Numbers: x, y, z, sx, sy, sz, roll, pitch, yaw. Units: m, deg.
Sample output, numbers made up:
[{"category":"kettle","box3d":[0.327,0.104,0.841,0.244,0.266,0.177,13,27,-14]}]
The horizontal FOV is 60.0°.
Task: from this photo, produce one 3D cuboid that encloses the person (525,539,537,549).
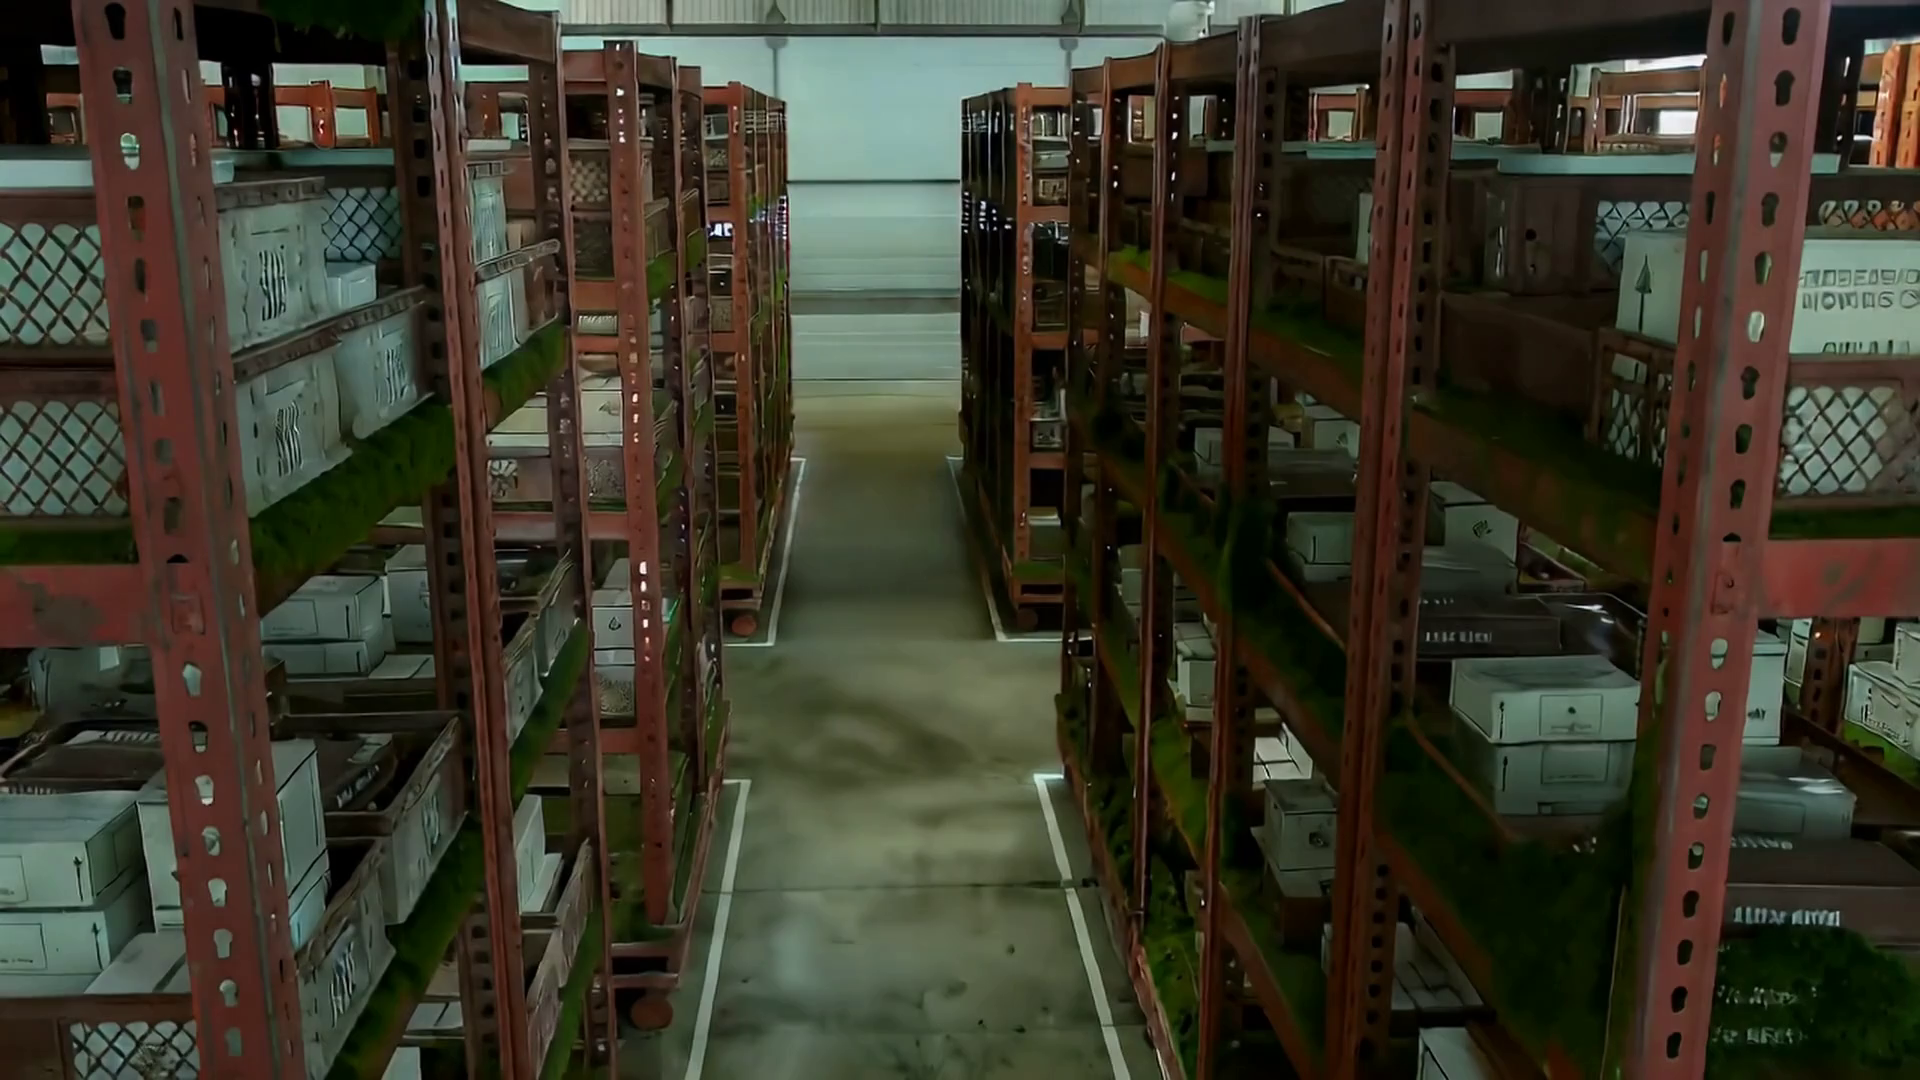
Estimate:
[{"category":"person","box3d":[-2.663,-0.200,10.479,0.415,1.985,0.611,-1,14,-4]}]
